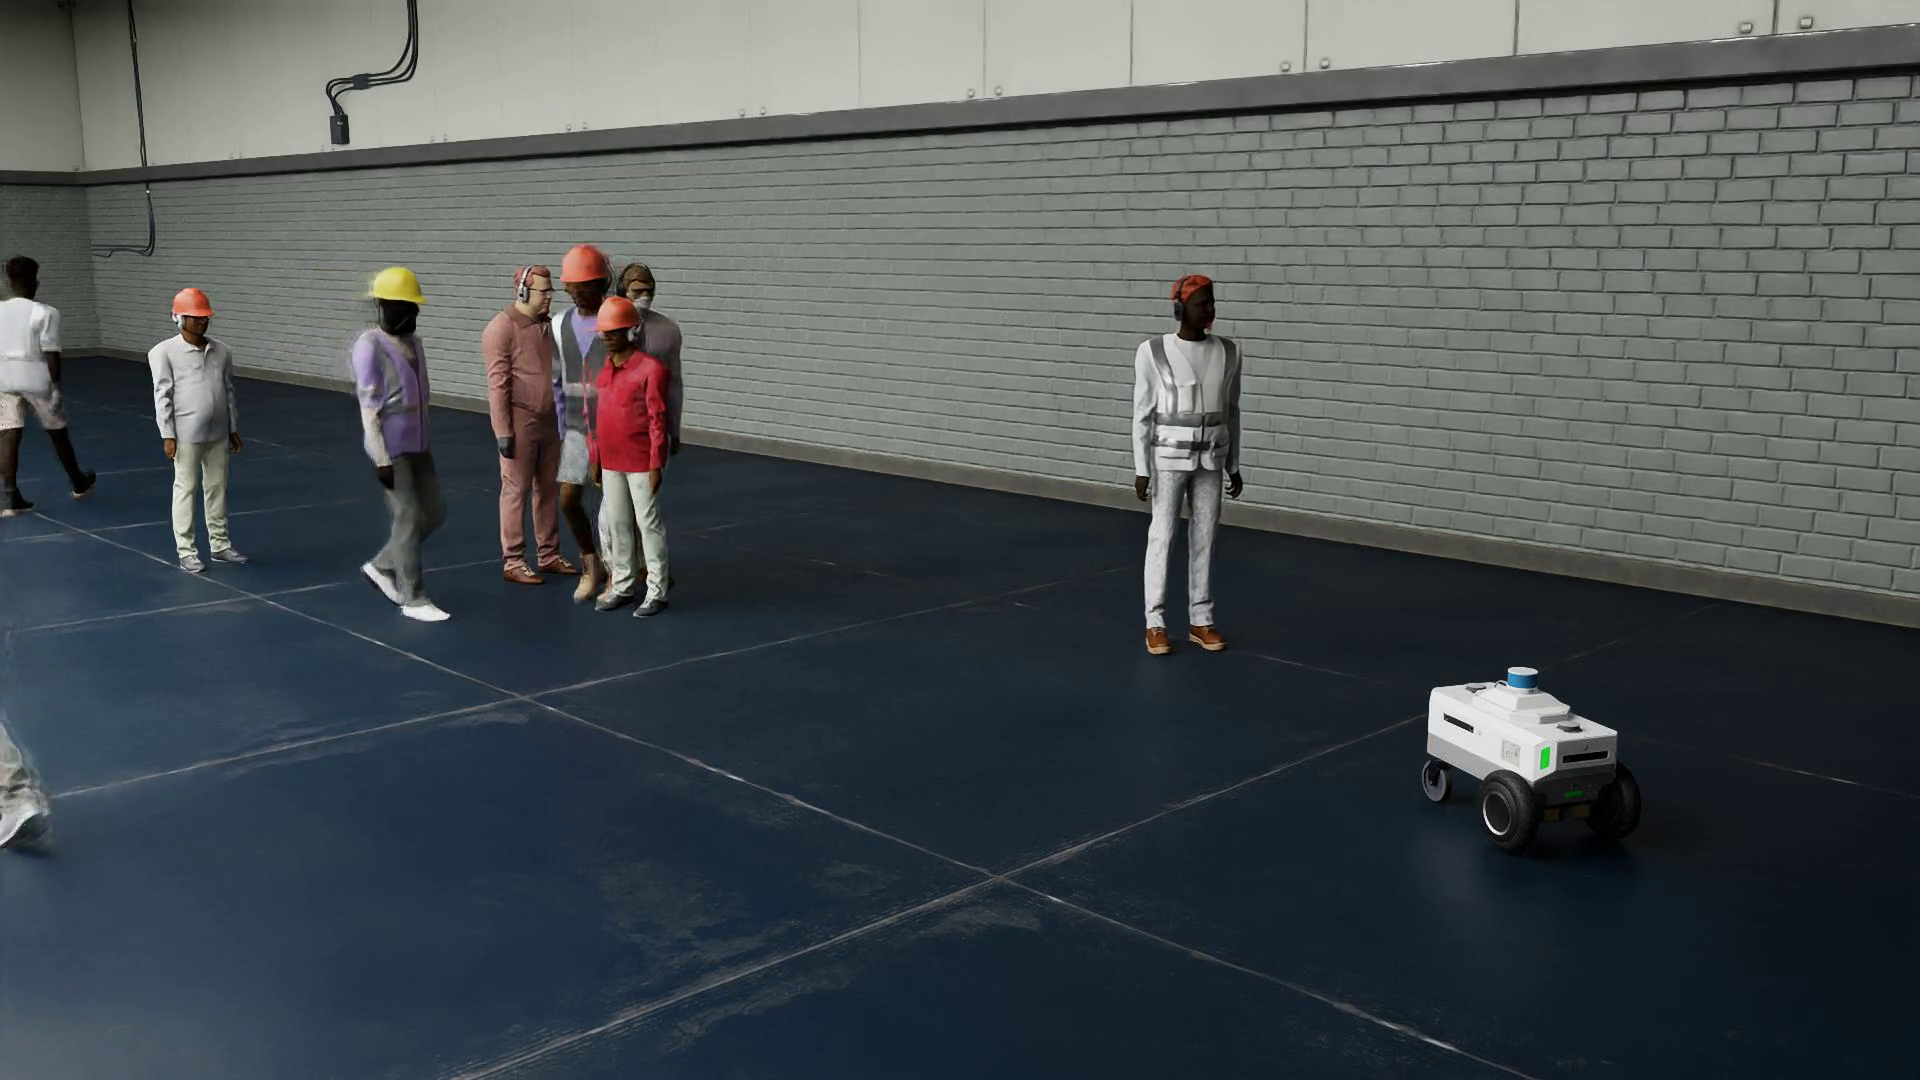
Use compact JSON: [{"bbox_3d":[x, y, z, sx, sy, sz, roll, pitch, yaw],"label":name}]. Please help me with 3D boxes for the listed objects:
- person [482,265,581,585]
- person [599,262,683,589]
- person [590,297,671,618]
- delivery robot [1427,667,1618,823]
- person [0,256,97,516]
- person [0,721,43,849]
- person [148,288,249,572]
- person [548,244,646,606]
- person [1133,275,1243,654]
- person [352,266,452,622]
[{"bbox_3d":[-2.551,-0.688,9.996,0.400,1.900,0.642,5,12,27],"label":"person"},{"bbox_3d":[-1.901,-0.654,9.749,0.624,1.925,0.390,-7,13,-34],"label":"person"},{"bbox_3d":[-1.825,-0.450,9.097,0.565,1.745,0.348,7,12,33],"label":"person"},{"bbox_3d":[1.971,0.692,5.869,0.477,0.478,0.707,-4,11,-18],"label":"delivery robot"},{"bbox_3d":[-7.047,-1.186,12.658,0.618,1.903,1.016,0,10,-2],"label":"person"},{"bbox_3d":[-3.507,0.215,5.603,0.865,1.708,0.492,4,11,21],"label":"person"},{"bbox_3d":[-4.742,-0.691,10.392,0.324,1.752,0.561,5,12,27],"label":"person"},{"bbox_3d":[-2.004,-0.615,9.250,0.622,2.023,0.508,3,11,15],"label":"person"},{"bbox_3d":[1.140,-0.371,8.297,0.585,1.881,0.343,-3,11,-17],"label":"person"},{"bbox_3d":[-3.019,-0.511,8.978,0.506,1.912,0.610,2,11,12],"label":"person"}]
